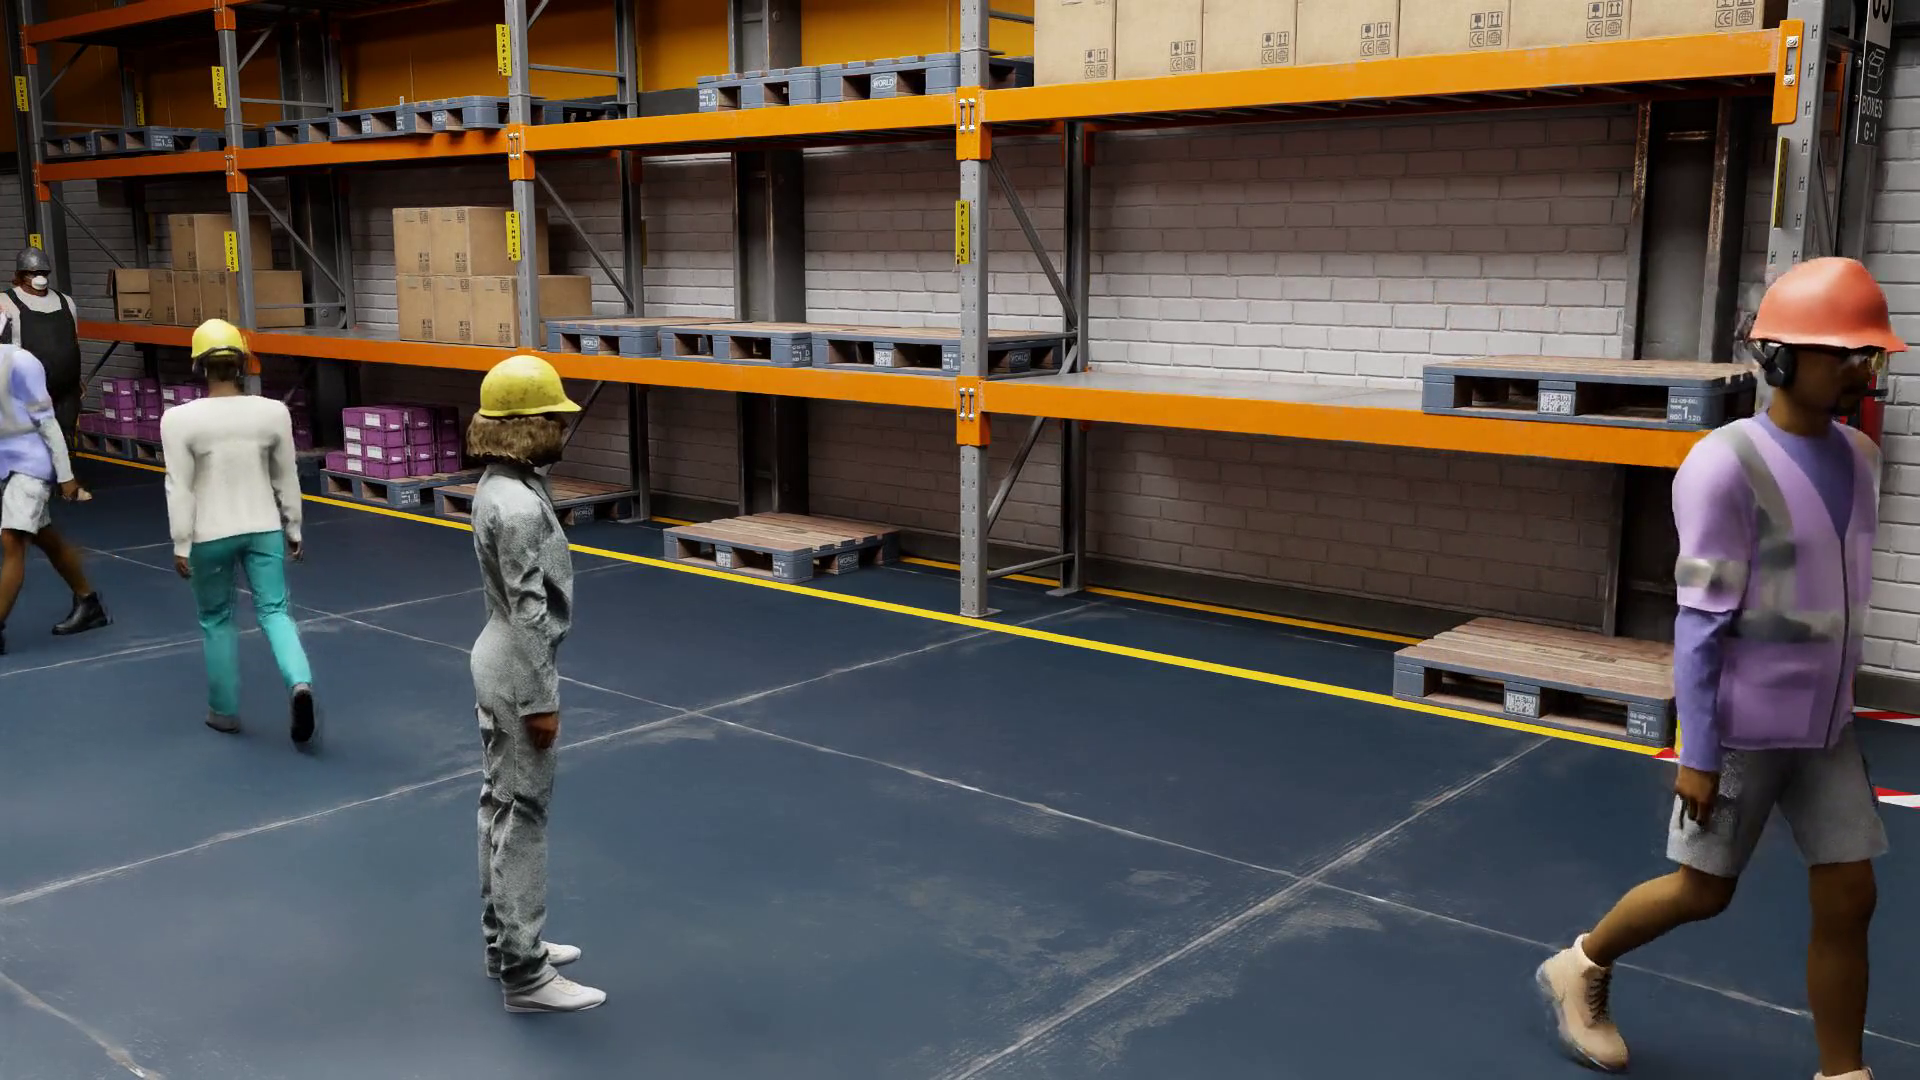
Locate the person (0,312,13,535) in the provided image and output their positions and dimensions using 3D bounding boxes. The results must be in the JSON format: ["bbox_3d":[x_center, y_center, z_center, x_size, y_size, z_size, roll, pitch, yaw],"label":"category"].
[{"bbox_3d":[-6.906,-0.962,11.613,0.602,1.919,0.390,-5,11,-25],"label":"person"}]

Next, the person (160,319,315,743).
[{"bbox_3d":[-2.923,-0.022,6.768,0.532,1.745,0.742,-9,13,-40],"label":"person"}]

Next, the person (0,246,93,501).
[{"bbox_3d":[-7.214,-1.291,13.130,0.539,2.000,0.689,6,12,32],"label":"person"}]

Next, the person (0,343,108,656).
[{"bbox_3d":[-4.783,-0.365,8.411,0.563,1.864,0.961,5,11,25],"label":"person"}]

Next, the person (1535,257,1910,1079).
[{"bbox_3d":[1.801,0.371,3.768,0.622,2.012,0.963,-5,11,-27],"label":"person"}]

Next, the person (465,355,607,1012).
[{"bbox_3d":[-1.150,0.380,4.464,0.312,1.744,0.487,-4,11,-21],"label":"person"}]
